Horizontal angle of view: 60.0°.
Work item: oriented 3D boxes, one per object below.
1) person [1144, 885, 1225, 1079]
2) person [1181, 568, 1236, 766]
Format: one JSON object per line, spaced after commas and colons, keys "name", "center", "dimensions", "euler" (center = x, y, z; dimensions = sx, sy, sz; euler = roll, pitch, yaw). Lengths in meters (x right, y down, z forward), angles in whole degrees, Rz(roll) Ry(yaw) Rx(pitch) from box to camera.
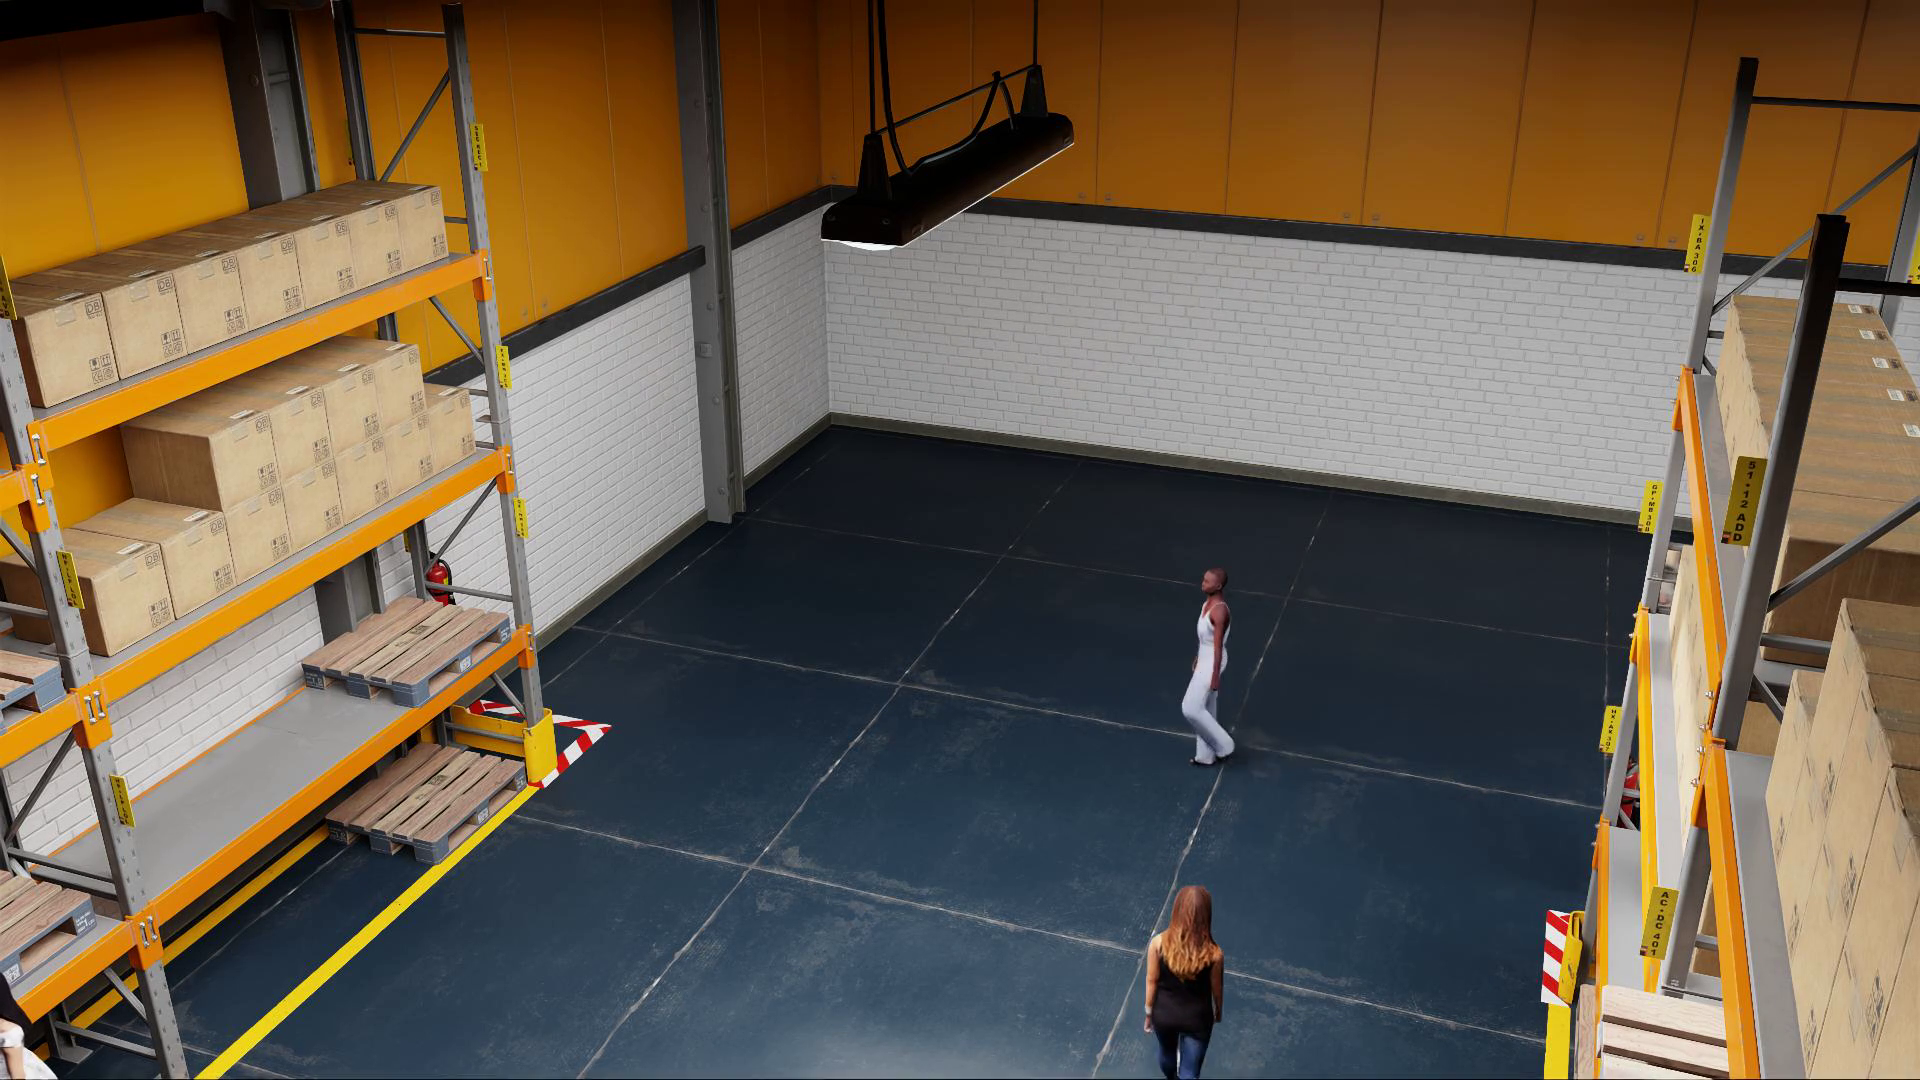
{"name": "person", "center": [1.247, 2.794, 9.447], "dimensions": [0.576, 1.667, 1.058], "euler": [8, 25, 17]}
{"name": "person", "center": [2.100, 1.032, 13.342], "dimensions": [0.751, 1.775, 0.714], "euler": [0, 24, -1]}
